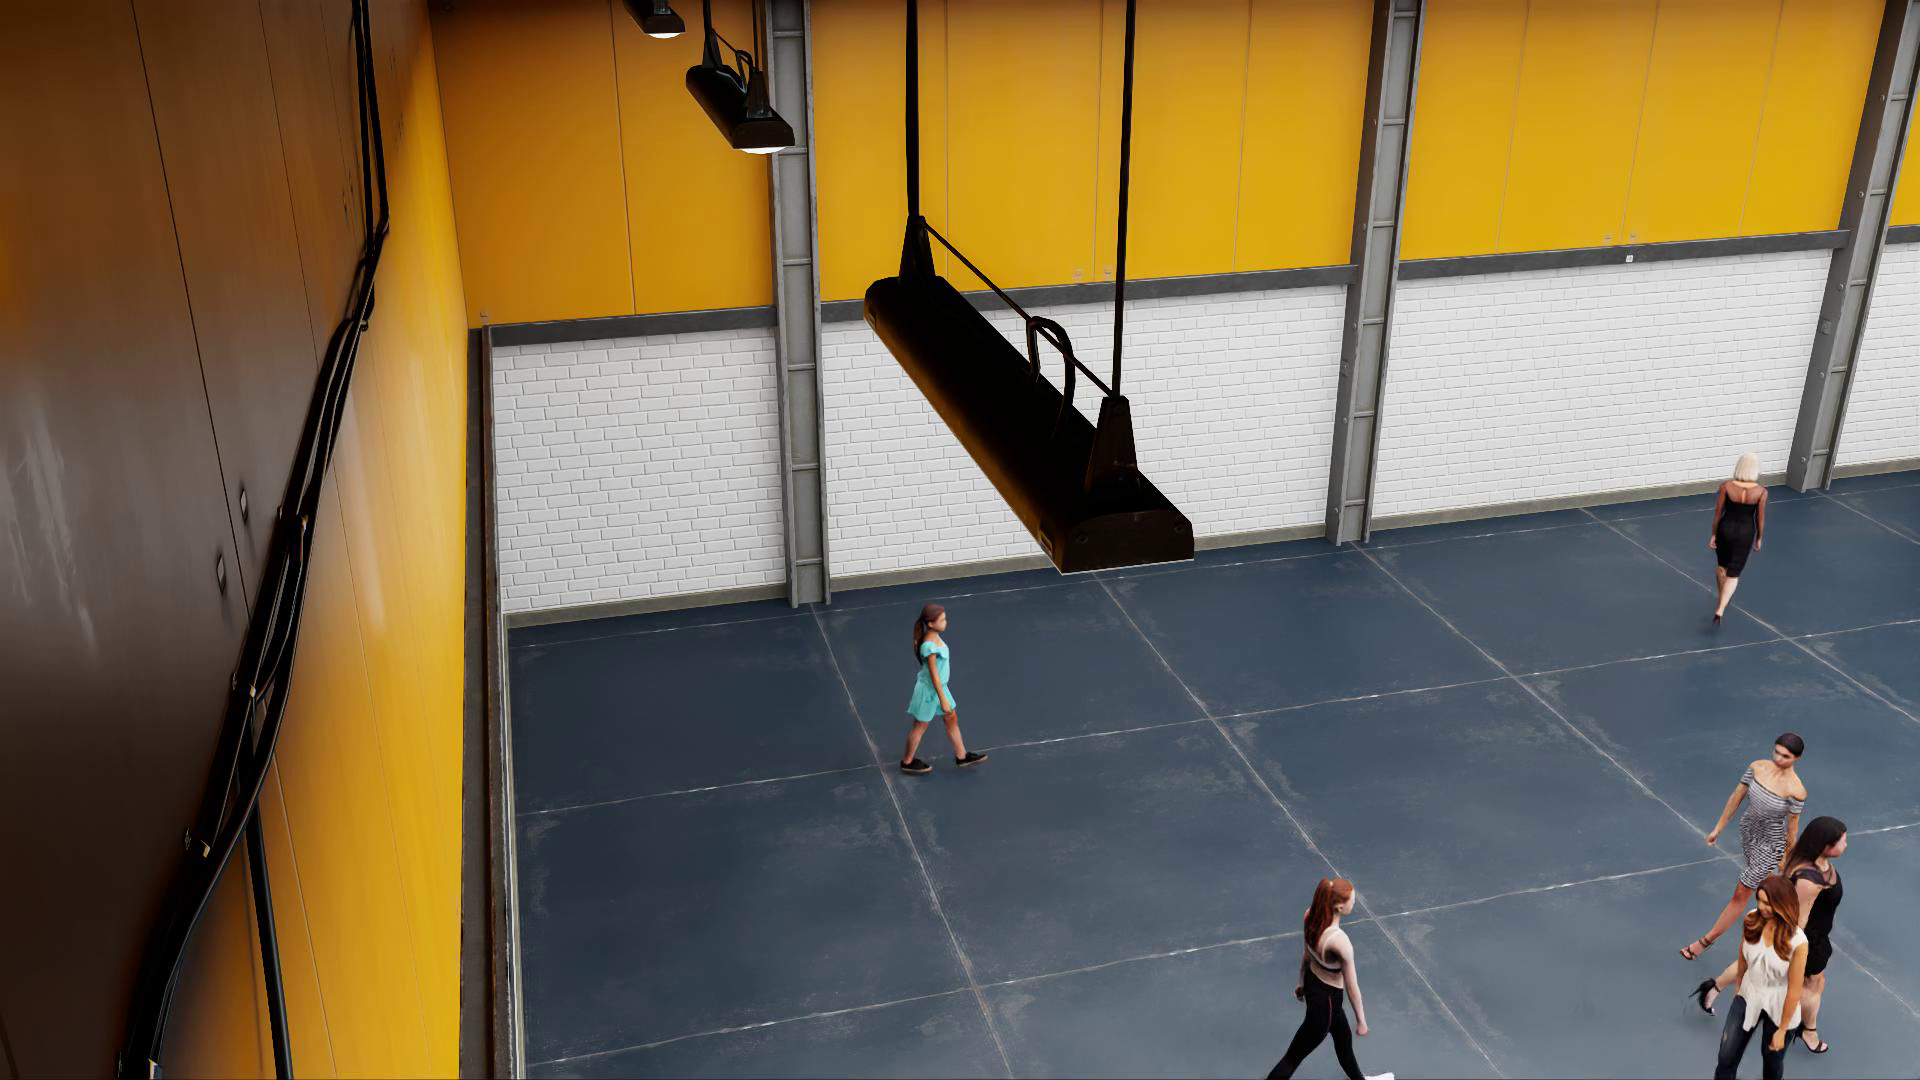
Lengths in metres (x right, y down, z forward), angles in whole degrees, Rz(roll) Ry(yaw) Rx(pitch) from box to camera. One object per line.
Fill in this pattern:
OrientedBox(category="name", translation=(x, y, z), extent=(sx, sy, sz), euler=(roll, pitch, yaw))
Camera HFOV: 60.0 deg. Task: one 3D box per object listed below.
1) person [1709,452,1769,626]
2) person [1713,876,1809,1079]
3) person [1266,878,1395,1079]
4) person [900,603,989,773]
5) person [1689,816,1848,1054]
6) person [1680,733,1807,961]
OrientedBox(category="person", translation=(7.489, 0.028, 16.086), extent=(1.047, 1.709, 1.128), euler=(14, 27, 29))
OrientedBox(category="person", translation=(4.828, 2.737, 9.836), extent=(1.024, 1.751, 0.814), euler=(-17, 29, -34))
OrientedBox(category="person", translation=(2.050, 2.774, 9.825), extent=(1.169, 1.690, 0.614), euler=(-6, 24, -13))
OrientedBox(category="person", translation=(-0.314, 1.235, 13.553), extent=(1.013, 1.526, 0.766), euler=(3, 24, 7))
OrientedBox(category="person", translation=(5.178, 2.474, 10.525), extent=(1.184, 1.681, 1.024), euler=(7, 25, 16))
OrientedBox(category="person", translation=(5.527, 2.080, 11.313), extent=(1.126, 1.772, 0.647), euler=(-7, 25, -16))
